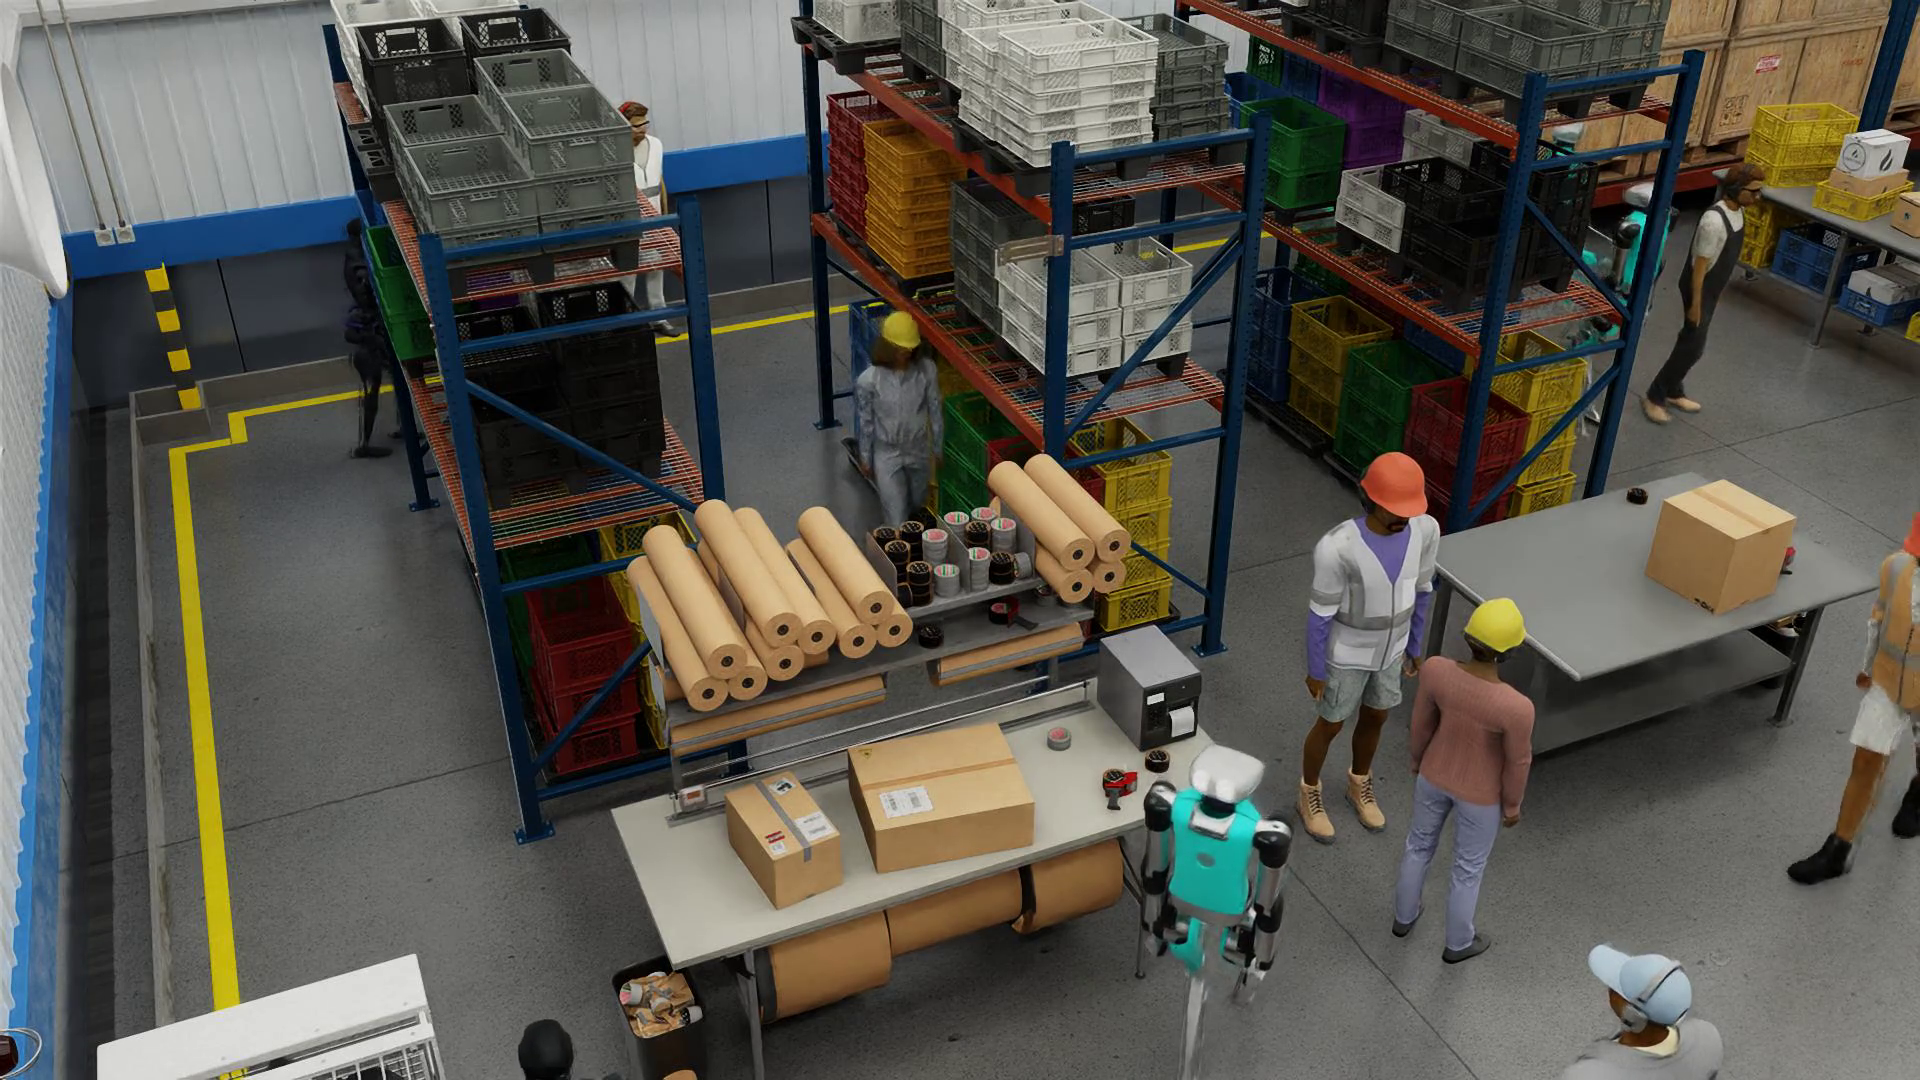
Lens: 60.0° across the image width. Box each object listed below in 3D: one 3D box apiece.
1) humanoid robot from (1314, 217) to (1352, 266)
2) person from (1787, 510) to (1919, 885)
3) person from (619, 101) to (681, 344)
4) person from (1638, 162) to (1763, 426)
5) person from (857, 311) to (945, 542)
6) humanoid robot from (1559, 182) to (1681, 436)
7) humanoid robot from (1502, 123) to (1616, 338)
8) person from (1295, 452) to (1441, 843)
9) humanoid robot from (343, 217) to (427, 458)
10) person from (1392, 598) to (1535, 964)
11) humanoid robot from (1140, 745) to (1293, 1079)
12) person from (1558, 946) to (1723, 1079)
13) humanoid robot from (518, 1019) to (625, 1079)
[{"bbox_3d":[3.010,-2.997,13.469,0.821,1.799,0.566,-6,32,-10],"label":"humanoid robot"},{"bbox_3d":[4.272,0.658,7.379,1.016,1.872,0.655,-19,37,-28],"label":"person"},{"bbox_3d":[-2.377,-2.330,12.264,0.387,1.836,0.562,25,39,34],"label":"person"},{"bbox_3d":[4.984,-1.658,11.175,0.388,1.836,0.510,23,39,33],"label":"person"},{"bbox_3d":[-0.341,-0.530,9.457,0.494,1.711,0.790,-12,34,-19],"label":"person"},{"bbox_3d":[4.276,-1.567,11.109,0.545,1.796,0.670,-20,37,-29],"label":"humanoid robot"},{"bbox_3d":[4.488,-2.178,12.132,1.042,1.735,0.548,11,33,17],"label":"humanoid robot"},{"bbox_3d":[1.834,0.500,7.483,0.598,2.035,0.402,-12,33,-18],"label":"person"},{"bbox_3d":[-3.789,-1.302,10.751,0.588,1.632,0.589,-6,32,-9],"label":"humanoid robot"},{"bbox_3d":[2.097,1.000,6.916,0.313,1.769,0.524,-27,41,-37],"label":"person"},{"bbox_3d":[1.049,1.337,6.415,0.535,1.764,0.980,14,34,21],"label":"humanoid robot"},{"bbox_3d":[2.009,1.983,5.239,0.588,1.852,0.371,-14,34,-21],"label":"person"},{"bbox_3d":[-1.196,2.164,5.126,0.608,1.642,0.507,-17,35,-25],"label":"humanoid robot"}]
